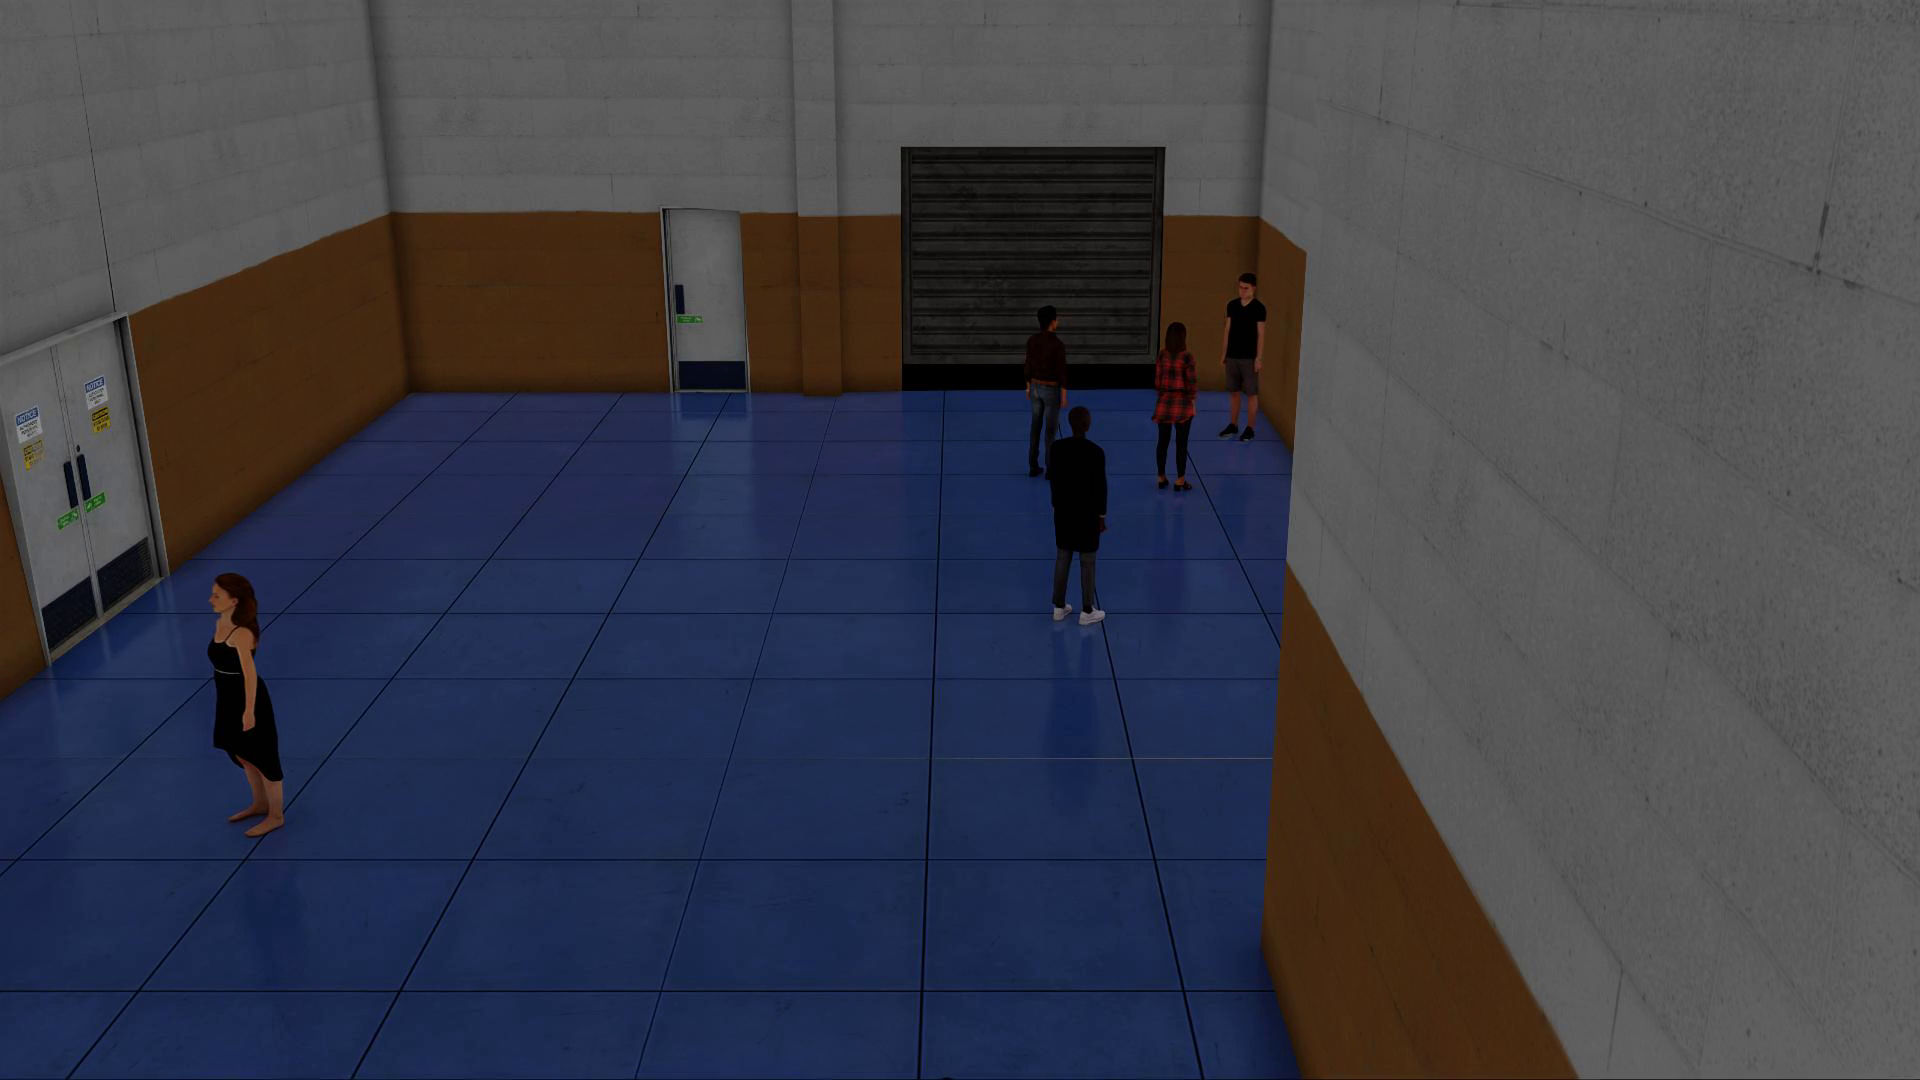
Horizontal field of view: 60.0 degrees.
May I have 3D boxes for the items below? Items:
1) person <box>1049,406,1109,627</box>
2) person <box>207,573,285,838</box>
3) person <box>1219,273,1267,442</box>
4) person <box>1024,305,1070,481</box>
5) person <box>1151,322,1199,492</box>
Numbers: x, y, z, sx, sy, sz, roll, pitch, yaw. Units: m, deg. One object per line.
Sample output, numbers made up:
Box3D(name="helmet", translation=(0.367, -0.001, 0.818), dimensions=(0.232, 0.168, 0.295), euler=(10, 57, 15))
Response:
Box3D(name="person", translation=(0.919, -0.200, 13.121), dimensions=(0.671, 1.762, 0.787), euler=(11, 21, 29))
Box3D(name="person", translation=(-4.242, 0.963, 9.888), dimensions=(0.724, 1.624, 0.671), euler=(-15, 24, -38))
Box3D(name="person", translation=(3.161, -2.051, 18.455), dimensions=(0.743, 1.862, 0.815), euler=(16, 24, 39))
Box3D(name="person", translation=(0.867, -1.508, 16.975), dimensions=(0.676, 1.779, 0.774), euler=(14, 23, 36))
Box3D(name="person", translation=(2.141, -1.335, 16.580), dimensions=(0.677, 1.703, 0.763), euler=(13, 23, 34))
